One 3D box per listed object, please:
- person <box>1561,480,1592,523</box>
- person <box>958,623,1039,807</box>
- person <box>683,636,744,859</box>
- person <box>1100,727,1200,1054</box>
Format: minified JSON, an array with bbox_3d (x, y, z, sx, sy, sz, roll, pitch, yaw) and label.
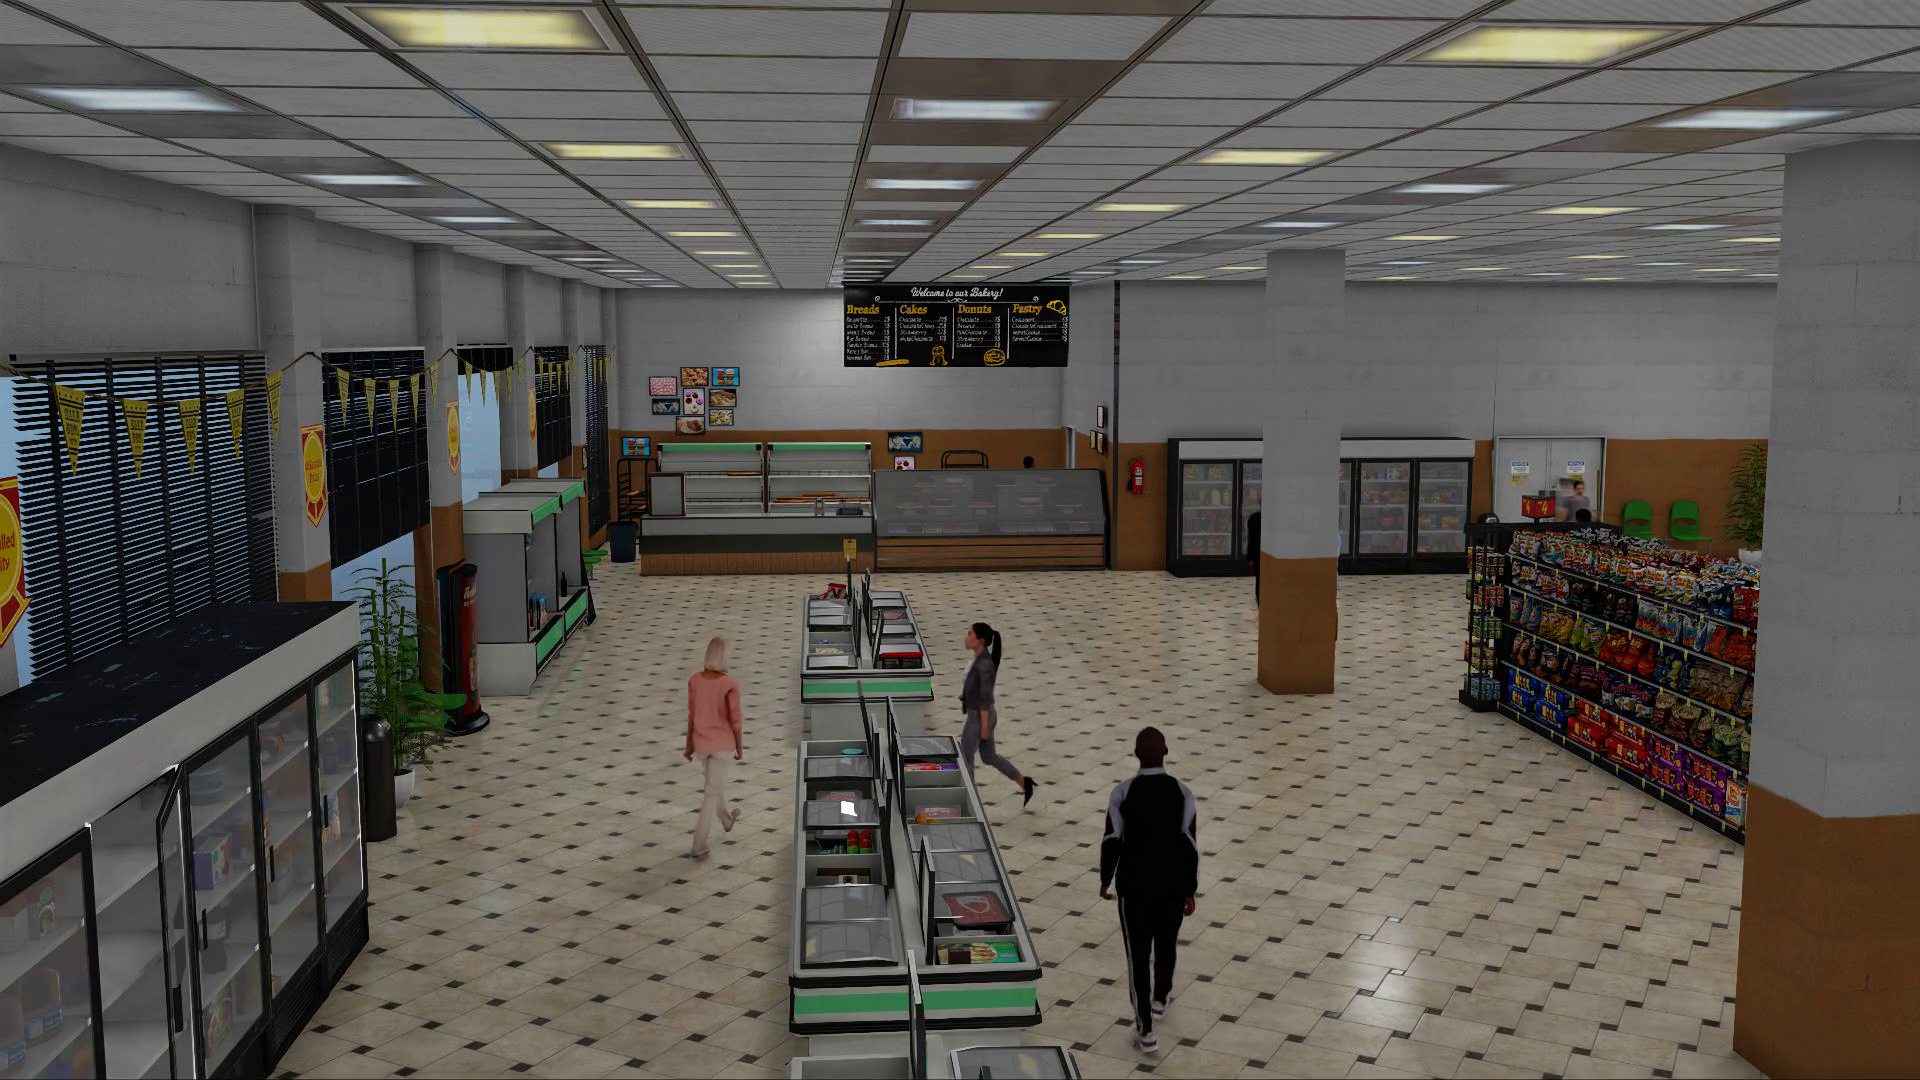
[{"bbox_3d":[10.001,-0.112,27.067,0.647,1.727,0.802,0,7,-1],"label":"person"},{"bbox_3d":[0.255,1.519,13.890,0.747,1.652,0.988,0,7,1],"label":"person"},{"bbox_3d":[-1.946,1.626,12.888,0.923,1.680,1.166,2,7,19],"label":"person"},{"bbox_3d":[1.096,1.985,9.390,0.757,1.807,1.007,0,7,-4],"label":"person"}]
